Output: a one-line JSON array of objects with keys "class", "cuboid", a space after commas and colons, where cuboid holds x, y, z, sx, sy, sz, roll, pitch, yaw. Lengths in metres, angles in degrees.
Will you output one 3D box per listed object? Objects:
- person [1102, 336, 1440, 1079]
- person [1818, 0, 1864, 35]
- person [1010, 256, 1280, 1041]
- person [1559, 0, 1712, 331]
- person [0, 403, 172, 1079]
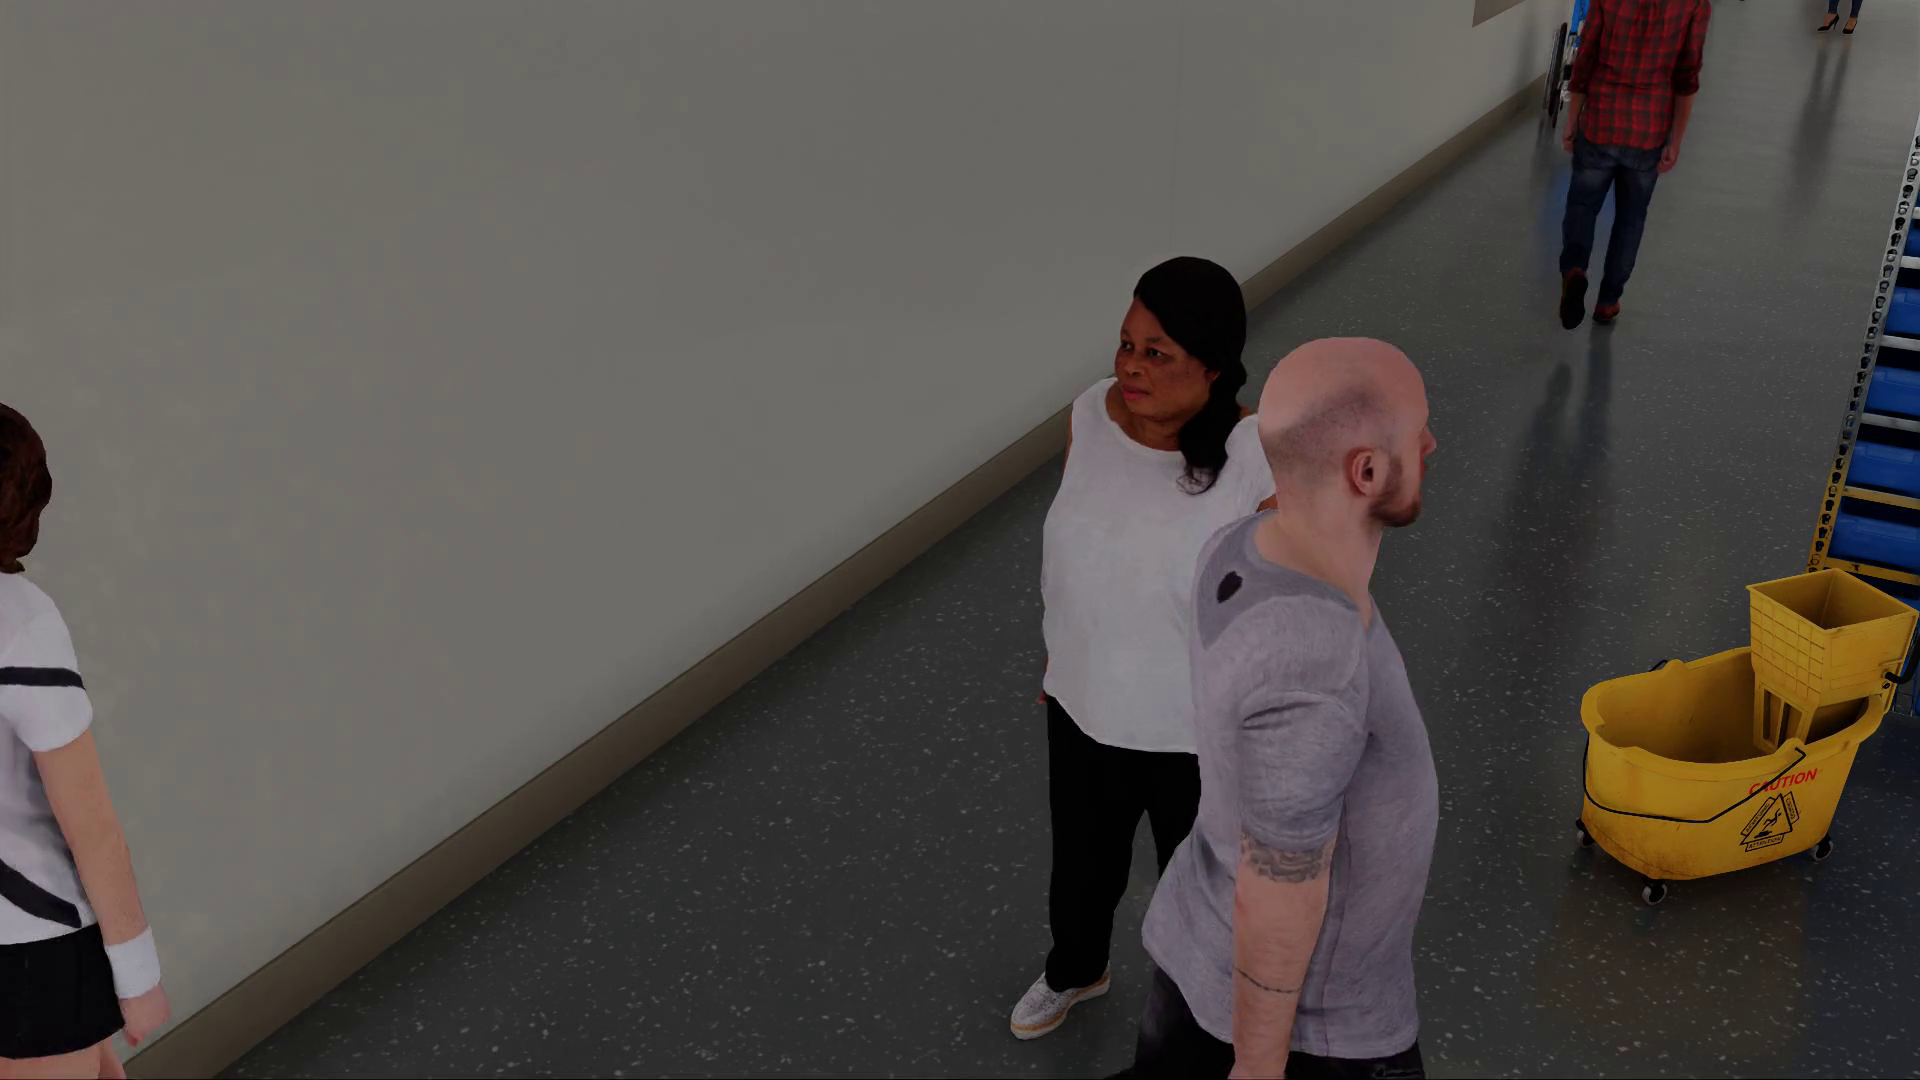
[{"class": "person", "cuboid": [0.356, 0.597, 2.349, 1.301, 1.801, 1.088, -1, 26, -2]}, {"class": "person", "cuboid": [8.115, -5.498, 14.978, 0.717, 1.795, 0.551, -20, 32, -36]}, {"class": "person", "cuboid": [0.357, 0.283, 3.132, 0.598, 1.687, 0.751, 20, 32, 35]}, {"class": "person", "cuboid": [2.892, -1.784, 7.271, 0.971, 1.815, 0.803, 12, 28, 23]}, {"class": "person", "cuboid": [-1.313, 0.548, 2.520, 0.555, 1.741, 0.633, 17, 30, 31]}]
